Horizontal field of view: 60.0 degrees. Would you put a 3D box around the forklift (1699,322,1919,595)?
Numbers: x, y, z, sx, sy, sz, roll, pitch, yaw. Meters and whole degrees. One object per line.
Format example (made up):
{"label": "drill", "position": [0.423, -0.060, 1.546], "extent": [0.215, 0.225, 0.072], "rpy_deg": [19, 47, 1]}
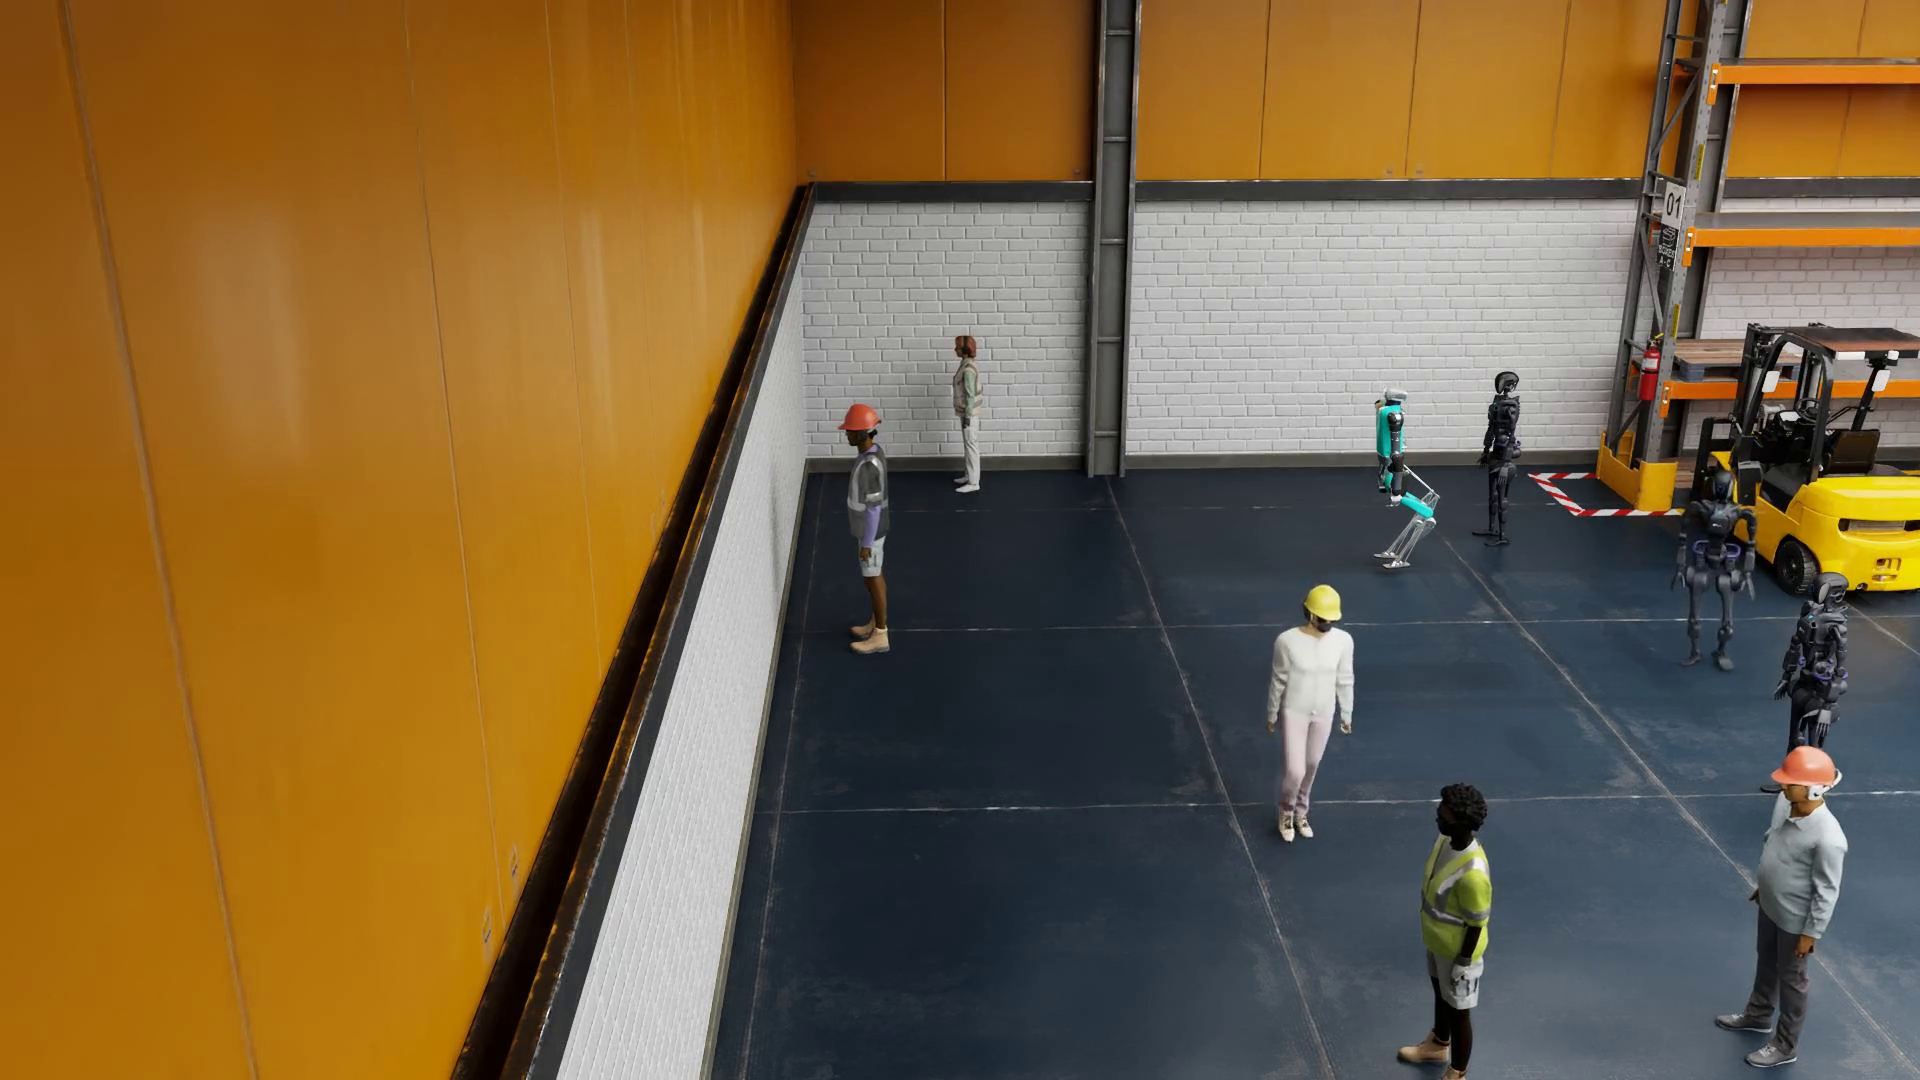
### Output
{"label": "forklift", "position": [7.809, -0.792, 14.926], "extent": [1.214, 2.155, 2.313], "rpy_deg": [-1, 20, -2]}

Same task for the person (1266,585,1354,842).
{"label": "person", "position": [2.202, 1.092, 10.440], "extent": [0.542, 1.747, 0.473], "rpy_deg": [-4, 21, -11]}

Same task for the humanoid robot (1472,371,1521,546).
{"label": "humanoid robot", "position": [5.062, -0.773, 15.591], "extent": [0.315, 1.657, 0.599], "rpy_deg": [-1, 20, -2]}

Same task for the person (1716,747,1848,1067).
{"label": "person", "position": [4.172, 1.841, 8.417], "extent": [0.339, 1.750, 0.564], "rpy_deg": [0, 20, 0]}

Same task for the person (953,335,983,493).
{"label": "person", "position": [0.076, -1.301, 17.093], "extent": [0.312, 1.639, 0.515], "rpy_deg": [0, 20, 0]}

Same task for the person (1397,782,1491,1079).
{"label": "person", "position": [2.408, 1.964, 8.165], "extent": [0.320, 1.695, 0.536], "rpy_deg": [0, 20, 0]}

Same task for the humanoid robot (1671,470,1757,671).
{"label": "humanoid robot", "position": [5.855, 0.228, 12.896], "extent": [0.598, 1.642, 0.372], "rpy_deg": [9, 22, 23]}

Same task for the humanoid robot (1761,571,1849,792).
{"label": "humanoid robot", "position": [5.553, 0.985, 10.829], "extent": [0.315, 1.657, 0.599], "rpy_deg": [-1, 20, -2]}

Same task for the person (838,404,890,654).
{"label": "person", "position": [-0.753, -0.090, 13.236], "extent": [0.393, 2.042, 0.609], "rpy_deg": [0, 20, 0]}

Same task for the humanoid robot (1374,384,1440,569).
{"label": "humanoid robot", "position": [4.004, -0.566, 14.772], "extent": [0.735, 1.677, 0.533], "rpy_deg": [-1, 20, -2]}
